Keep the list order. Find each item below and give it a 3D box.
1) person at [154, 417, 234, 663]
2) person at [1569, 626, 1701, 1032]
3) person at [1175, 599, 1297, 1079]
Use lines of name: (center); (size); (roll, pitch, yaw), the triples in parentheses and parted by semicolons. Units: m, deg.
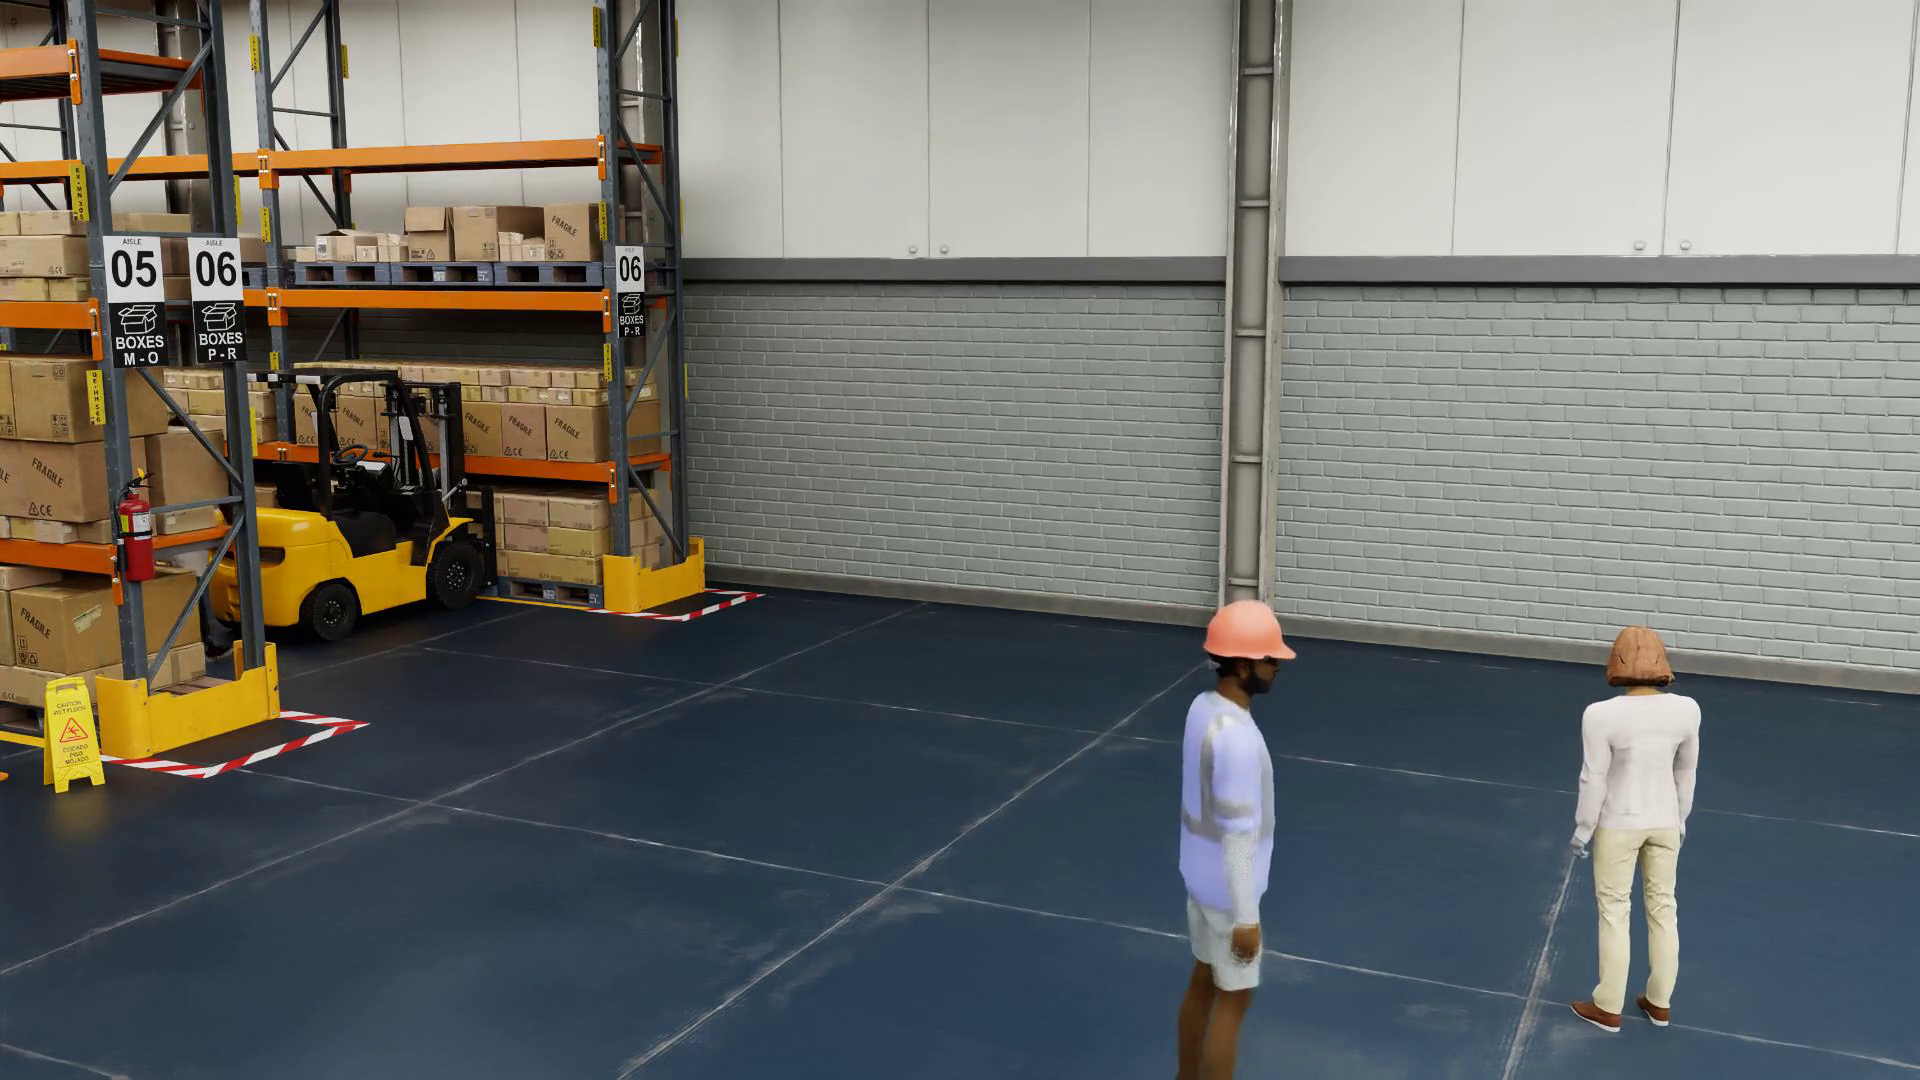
person: (-6.005, -0.018, 12.969); (1.037, 1.909, 0.611); (5, 11, 28)
person: (2.681, 1.148, 6.631); (0.498, 1.633, 0.283); (-1, 9, -9)
person: (0.940, 1.153, 5.674); (0.369, 1.935, 0.552); (-1, 9, -5)
